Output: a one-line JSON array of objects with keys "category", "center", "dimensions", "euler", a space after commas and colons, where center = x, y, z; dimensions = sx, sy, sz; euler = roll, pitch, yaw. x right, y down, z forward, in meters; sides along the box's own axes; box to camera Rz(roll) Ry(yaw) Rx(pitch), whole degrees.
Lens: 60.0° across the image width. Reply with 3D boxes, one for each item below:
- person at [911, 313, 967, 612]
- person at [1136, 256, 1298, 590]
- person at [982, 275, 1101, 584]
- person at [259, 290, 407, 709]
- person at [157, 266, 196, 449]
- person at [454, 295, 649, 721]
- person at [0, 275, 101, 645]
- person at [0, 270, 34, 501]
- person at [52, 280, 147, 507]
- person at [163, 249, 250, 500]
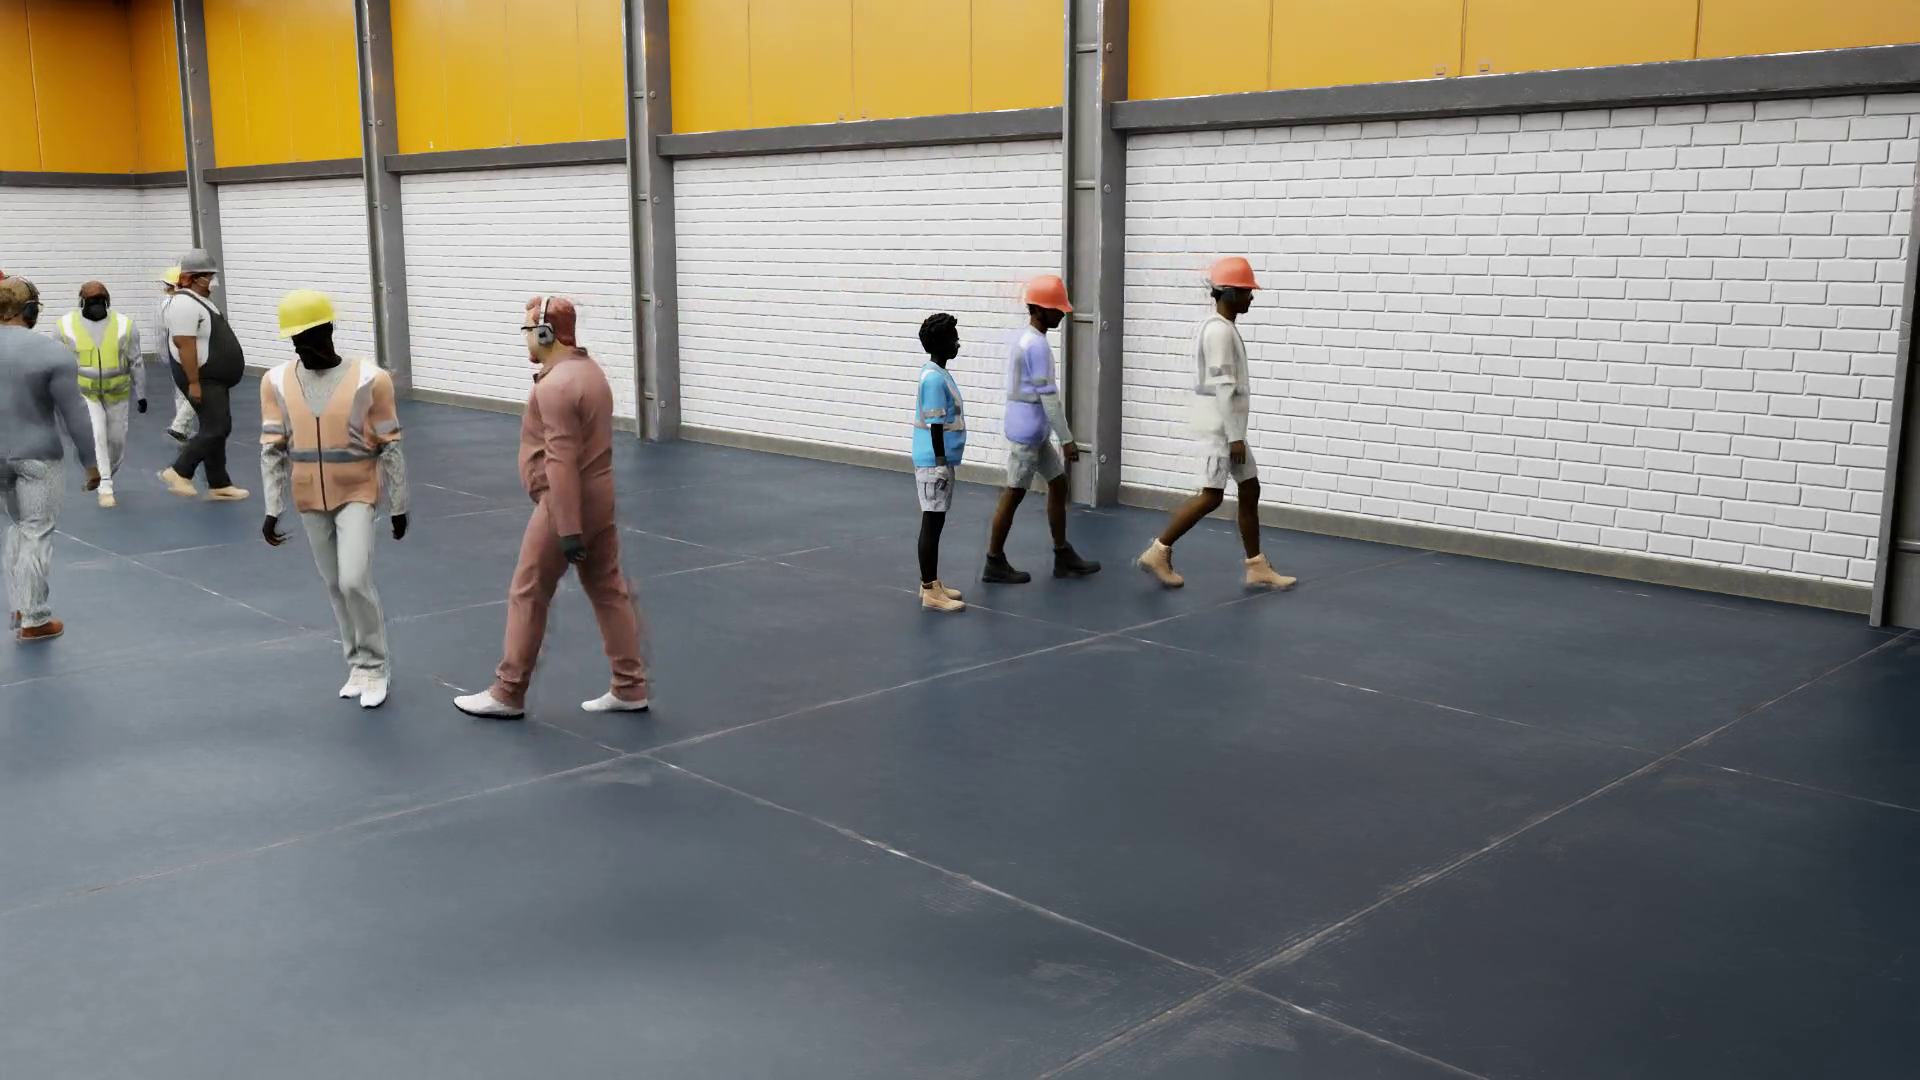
[{"category": "person", "center": [-0.120, -0.444, 9.508], "dimensions": [0.319, 1.696, 0.532], "euler": [0, 10, -2]}, {"category": "person", "center": [1.552, -0.682, 9.949], "dimensions": [0.926, 2.014, 0.630], "euler": [3, 11, 16]}, {"category": "person", "center": [0.538, -0.655, 10.117], "dimensions": [0.890, 1.884, 0.559], "euler": [0, 10, -1]}, {"category": "person", "center": [-2.839, -0.176, 7.522], "dimensions": [0.598, 1.887, 0.676], "euler": [0, 10, 1]}, {"category": "person", "center": [-7.744, -1.803, 16.560], "dimensions": [0.412, 1.819, 0.624], "euler": [-5, 12, -25]}, {"category": "person", "center": [-1.825, -0.130, 7.333], "dimensions": [0.918, 1.867, 0.651], "euler": [1, 10, 6]}, {"category": "person", "center": [-4.874, -0.426, 8.790], "dimensions": [0.666, 1.921, 0.631], "euler": [1, 10, 3]}, {"category": "person", "center": [-7.745, -1.258, 13.440], "dimensions": [0.356, 1.883, 0.573], "euler": [7, 12, 33]}, {"category": "person", "center": [-6.905, -1.193, 13.375], "dimensions": [0.637, 1.797, 0.836], "euler": [-7, 12, -32]}, {"category": "person", "center": [-5.996, -1.304, 13.252], "dimensions": [0.563, 2.000, 0.700], "euler": [-2, 11, -11]}]
